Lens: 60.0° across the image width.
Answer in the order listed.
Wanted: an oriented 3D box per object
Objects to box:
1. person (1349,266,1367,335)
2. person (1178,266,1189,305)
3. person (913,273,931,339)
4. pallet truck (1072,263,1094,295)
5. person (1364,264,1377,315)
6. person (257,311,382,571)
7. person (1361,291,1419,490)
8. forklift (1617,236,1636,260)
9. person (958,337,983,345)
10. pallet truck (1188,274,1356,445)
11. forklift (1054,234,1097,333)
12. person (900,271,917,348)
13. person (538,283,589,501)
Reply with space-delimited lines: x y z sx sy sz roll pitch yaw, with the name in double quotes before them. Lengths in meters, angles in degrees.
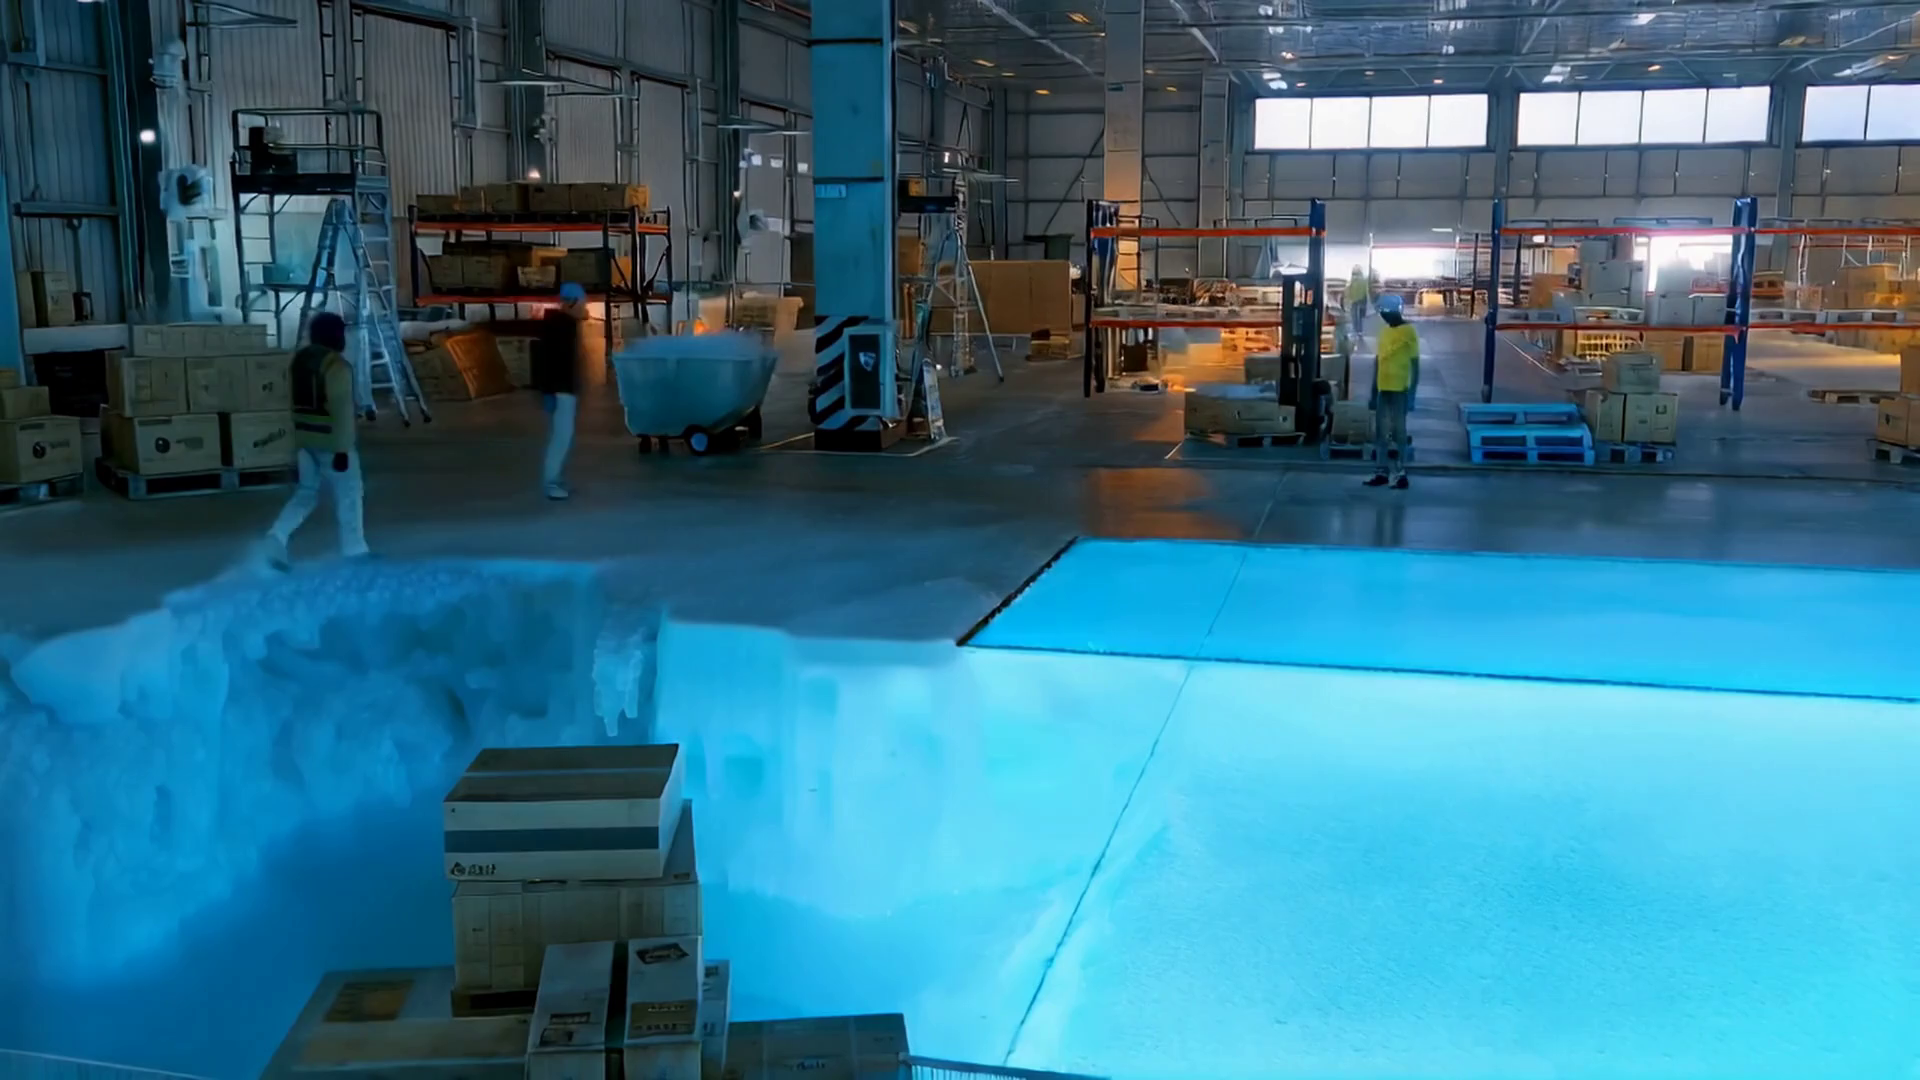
"person" 11.124 -6.690 46.559 0.632 1.938 0.359 -9 13 -43
"person" 7.840 -8.656 58.298 0.417 1.896 0.797 3 10 19
"person" -0.980 -5.642 40.768 0.595 1.835 0.842 1 10 9
"pallet truck" 4.325 -8.180 55.162 0.823 1.965 1.885 6 11 31
"person" 15.675 -9.564 63.506 0.547 1.930 0.382 7 12 37
"person" -4.459 -0.670 11.495 0.636 1.816 0.811 6 12 34
"person" 4.067 -1.405 15.650 0.310 1.868 0.533 -7 12 -35
"forklift" 20.445 -7.957 51.256 1.873 2.768 1.129 5 11 29
"person" 0.331 -5.651 41.216 0.903 1.661 0.500 -3 10 -17
"pallet truck" 3.653 -2.138 19.590 1.885 1.965 0.823 -4 10 -20
"forklift" 2.933 -7.338 47.611 1.873 2.768 1.129 2 10 14
"person" -1.290 -5.559 40.182 0.508 1.846 0.345 0 10 -2
"person" -3.577 -1.341 15.049 0.511 1.945 0.683 -2 10 -12
